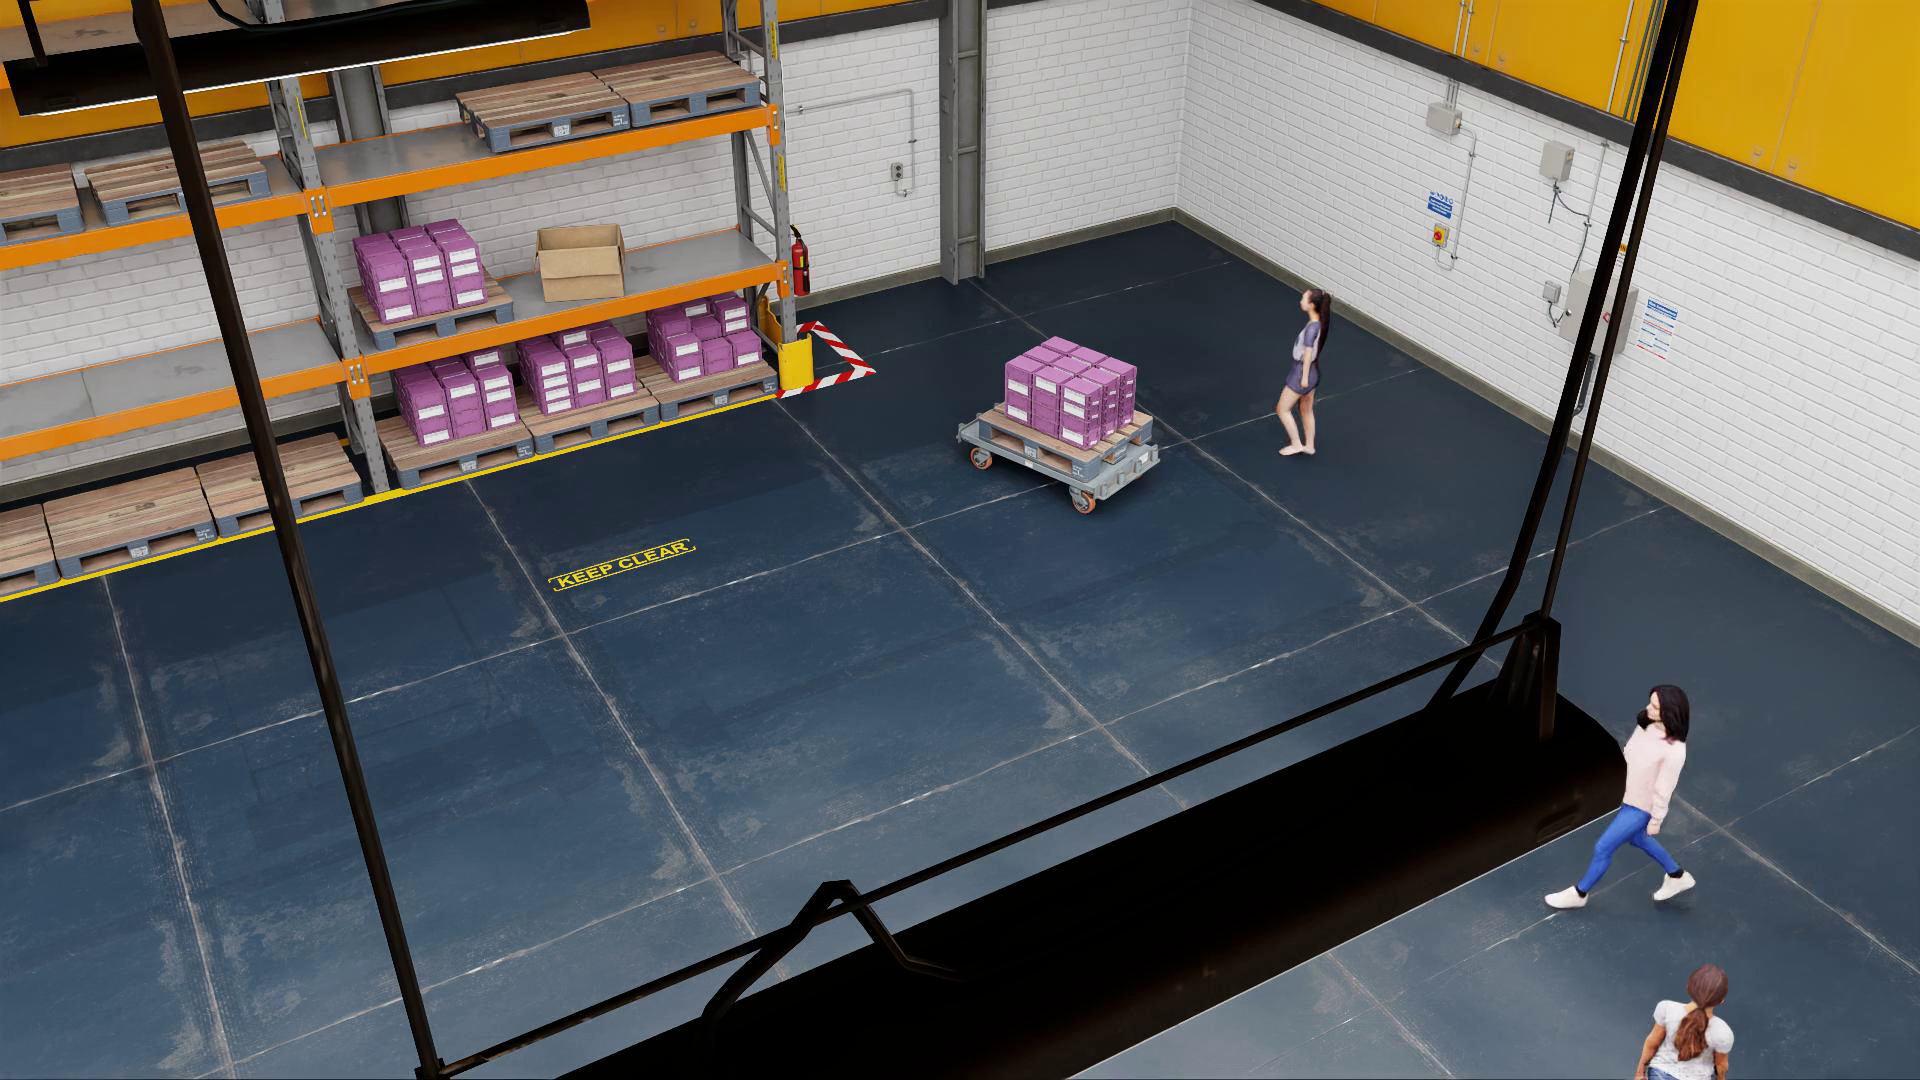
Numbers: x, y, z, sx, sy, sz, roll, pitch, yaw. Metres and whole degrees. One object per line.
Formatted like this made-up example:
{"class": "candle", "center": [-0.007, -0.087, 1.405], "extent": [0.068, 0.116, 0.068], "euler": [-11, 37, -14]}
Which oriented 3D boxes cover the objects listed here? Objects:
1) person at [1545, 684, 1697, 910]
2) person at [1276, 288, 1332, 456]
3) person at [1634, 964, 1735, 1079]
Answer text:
{"class": "person", "center": [4.196, 1.596, 10.068], "extent": [1.251, 1.735, 1.053], "euler": [1, 34, 2]}
{"class": "person", "center": [3.147, -1.443, 14.730], "extent": [0.783, 1.636, 0.694], "euler": [16, 37, 23]}
{"class": "person", "center": [3.614, 2.809, 8.441], "extent": [0.727, 1.517, 1.106], "euler": [29, 43, 36]}
